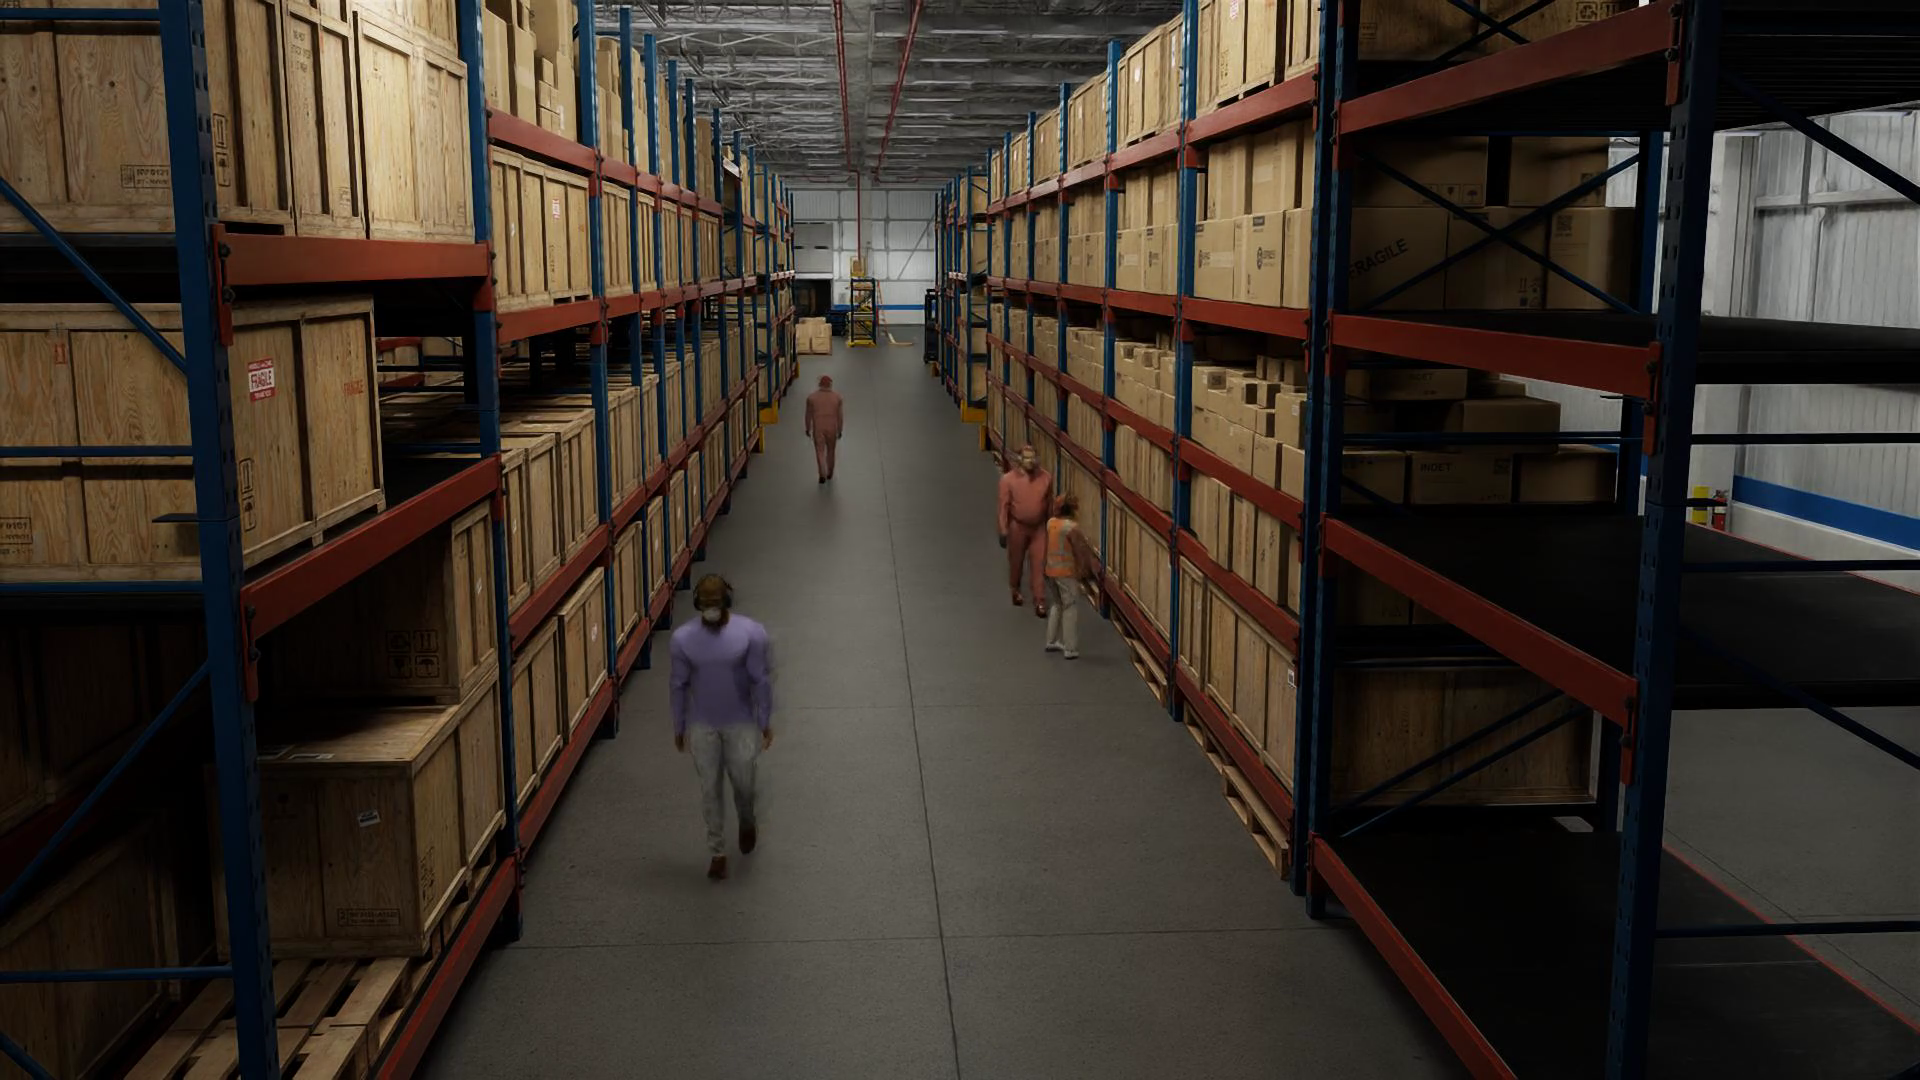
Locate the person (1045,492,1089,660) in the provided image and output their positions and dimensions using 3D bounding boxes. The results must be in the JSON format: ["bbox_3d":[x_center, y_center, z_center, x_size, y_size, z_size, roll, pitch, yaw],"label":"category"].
[{"bbox_3d":[0.998,0.336,16.180,0.334,1.626,0.525,-5,11,-27],"label":"person"}]

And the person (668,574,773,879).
[{"bbox_3d":[-1.500,1.148,10.454,0.657,1.925,0.497,1,10,3],"label":"person"}]

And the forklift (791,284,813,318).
[{"bbox_3d":[-7.184,-10.233,75.592,1.129,2.768,1.873,3,10,16],"label":"forklift"}]

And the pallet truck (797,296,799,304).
[{"bbox_3d":[-8.622,-12.439,91.403,1.885,1.965,0.823,2,10,13],"label":"pallet truck"}]

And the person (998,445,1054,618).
[{"bbox_3d":[0.728,-0.124,18.299,0.652,1.856,1.024,-2,10,-10],"label":"person"}]

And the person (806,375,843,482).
[{"bbox_3d":[-2.369,-1.954,29.165,0.641,1.870,0.956,-1,10,-8],"label":"person"}]

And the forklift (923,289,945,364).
[{"bbox_3d":[-0.807,-8.115,62.942,1.129,2.768,1.873,-1,10,-3],"label":"forklift"}]
